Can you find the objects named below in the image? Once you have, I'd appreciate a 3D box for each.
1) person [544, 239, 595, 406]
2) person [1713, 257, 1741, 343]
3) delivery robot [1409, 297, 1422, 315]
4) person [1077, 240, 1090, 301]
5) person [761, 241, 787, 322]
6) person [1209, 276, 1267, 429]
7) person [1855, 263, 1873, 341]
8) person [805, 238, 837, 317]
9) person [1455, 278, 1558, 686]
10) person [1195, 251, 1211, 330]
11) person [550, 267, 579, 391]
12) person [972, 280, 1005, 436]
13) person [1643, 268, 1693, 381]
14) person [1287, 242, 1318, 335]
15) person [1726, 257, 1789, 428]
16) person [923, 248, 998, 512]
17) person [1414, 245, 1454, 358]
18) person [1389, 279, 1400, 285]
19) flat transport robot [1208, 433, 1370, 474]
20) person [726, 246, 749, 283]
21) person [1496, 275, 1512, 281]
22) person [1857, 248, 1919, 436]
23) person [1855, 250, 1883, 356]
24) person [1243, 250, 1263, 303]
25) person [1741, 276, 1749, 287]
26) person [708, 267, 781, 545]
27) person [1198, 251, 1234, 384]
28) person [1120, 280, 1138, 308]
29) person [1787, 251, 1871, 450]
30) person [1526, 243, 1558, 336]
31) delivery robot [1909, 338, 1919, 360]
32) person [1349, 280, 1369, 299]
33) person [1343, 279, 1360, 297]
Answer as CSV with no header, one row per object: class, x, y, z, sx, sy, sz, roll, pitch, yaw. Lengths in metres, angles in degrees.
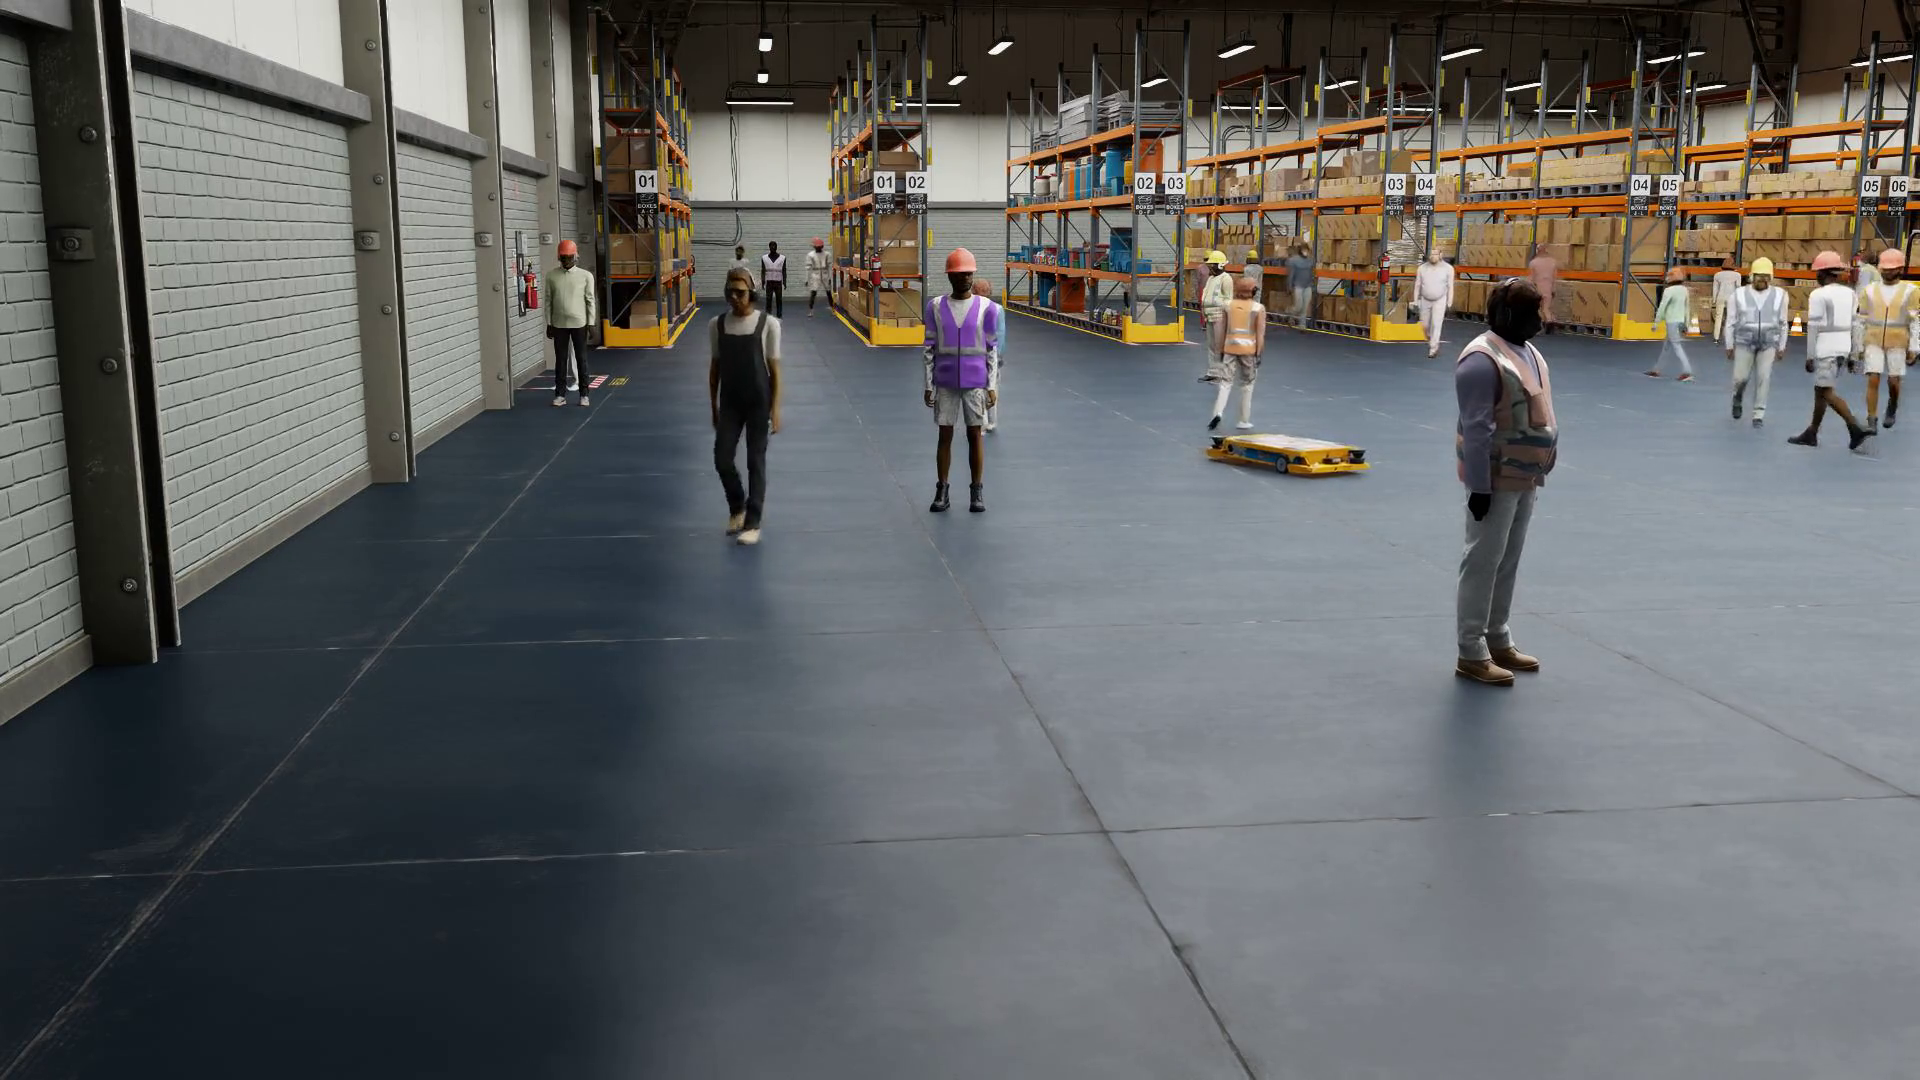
person,-4.691,-2.603,19.989,0.608,1.996,0.375,0,10,0
person,14.638,-4.572,31.774,0.500,1.633,0.283,7,12,34
delivery robot,11.244,-5.700,40.661,0.477,0.478,0.707,-1,10,-4
person,3.534,-7.383,46.347,0.636,1.939,0.363,-3,11,-14
person,-4.423,-6.134,39.556,0.592,1.917,0.375,0,10,-2
person,2.921,-1.954,17.474,0.533,1.612,0.555,7,12,32
person,15.393,-3.910,28.317,0.860,1.596,0.510,3,11,17
person,-3.538,-6.627,42.110,0.815,1.990,0.585,-2,11,-11
person,2.499,-0.271,7.627,0.429,1.842,0.633,8,13,39
person,5.439,-5.487,36.534,0.532,1.728,0.883,1,10,7
person,-5.210,-2.785,21.965,0.514,1.639,0.310,6,12,32
person,0.225,-1.868,17.088,0.522,1.569,0.893,2,11,13
person,10.145,-3.066,23.639,0.503,1.591,0.849,-7,13,-34
person,7.118,-5.224,34.567,0.634,1.920,0.443,-5,11,-26
person,8.495,-2.103,17.747,0.604,1.815,0.474,4,11,19
person,0.001,-1.166,12.264,0.552,1.938,0.356,1,10,5
person,8.020,-4.029,28.127,0.643,1.887,0.635,6,12,29
person,12.714,-7.750,48.586,0.512,1.860,0.331,-2,11,-11
flat transport robot,2.884,-0.775,14.694,0.652,0.197,1.431,-6,12,-28
person,-5.264,-6.082,39.579,0.542,1.818,0.970,2,11,13
person,14.484,-7.069,44.390,0.633,2.022,0.467,-4,11,-19
person,9.529,-2.028,17.074,0.579,1.913,0.645,8,13,37
person,15.530,-4.003,28.208,0.870,1.798,0.653,8,13,37
person,6.046,-5.119,34.470,0.487,1.746,0.290,-6,12,-29
person,18.987,-6.402,40.692,0.706,2.000,0.722,-2,11,-11
person,-1.423,-0.874,10.973,0.504,1.833,0.393,2,10,9
person,3.535,-3.065,22.968,0.403,1.833,0.591,-3,11,-18
person,4.550,-6.933,44.537,0.545,1.684,0.521,-4,11,-21
person,8.381,-1.800,15.875,0.556,1.901,0.859,-5,11,-24
person,11.839,-5.088,33.891,0.665,1.891,0.472,-2,10,-8
delivery robot,15.201,-3.022,25.978,0.477,0.478,0.707,-2,11,-13
person,10.325,-6.794,43.206,0.639,1.911,0.402,-1,10,-3
person,10.031,-6.604,42.378,0.573,1.832,0.483,-6,12,-32
